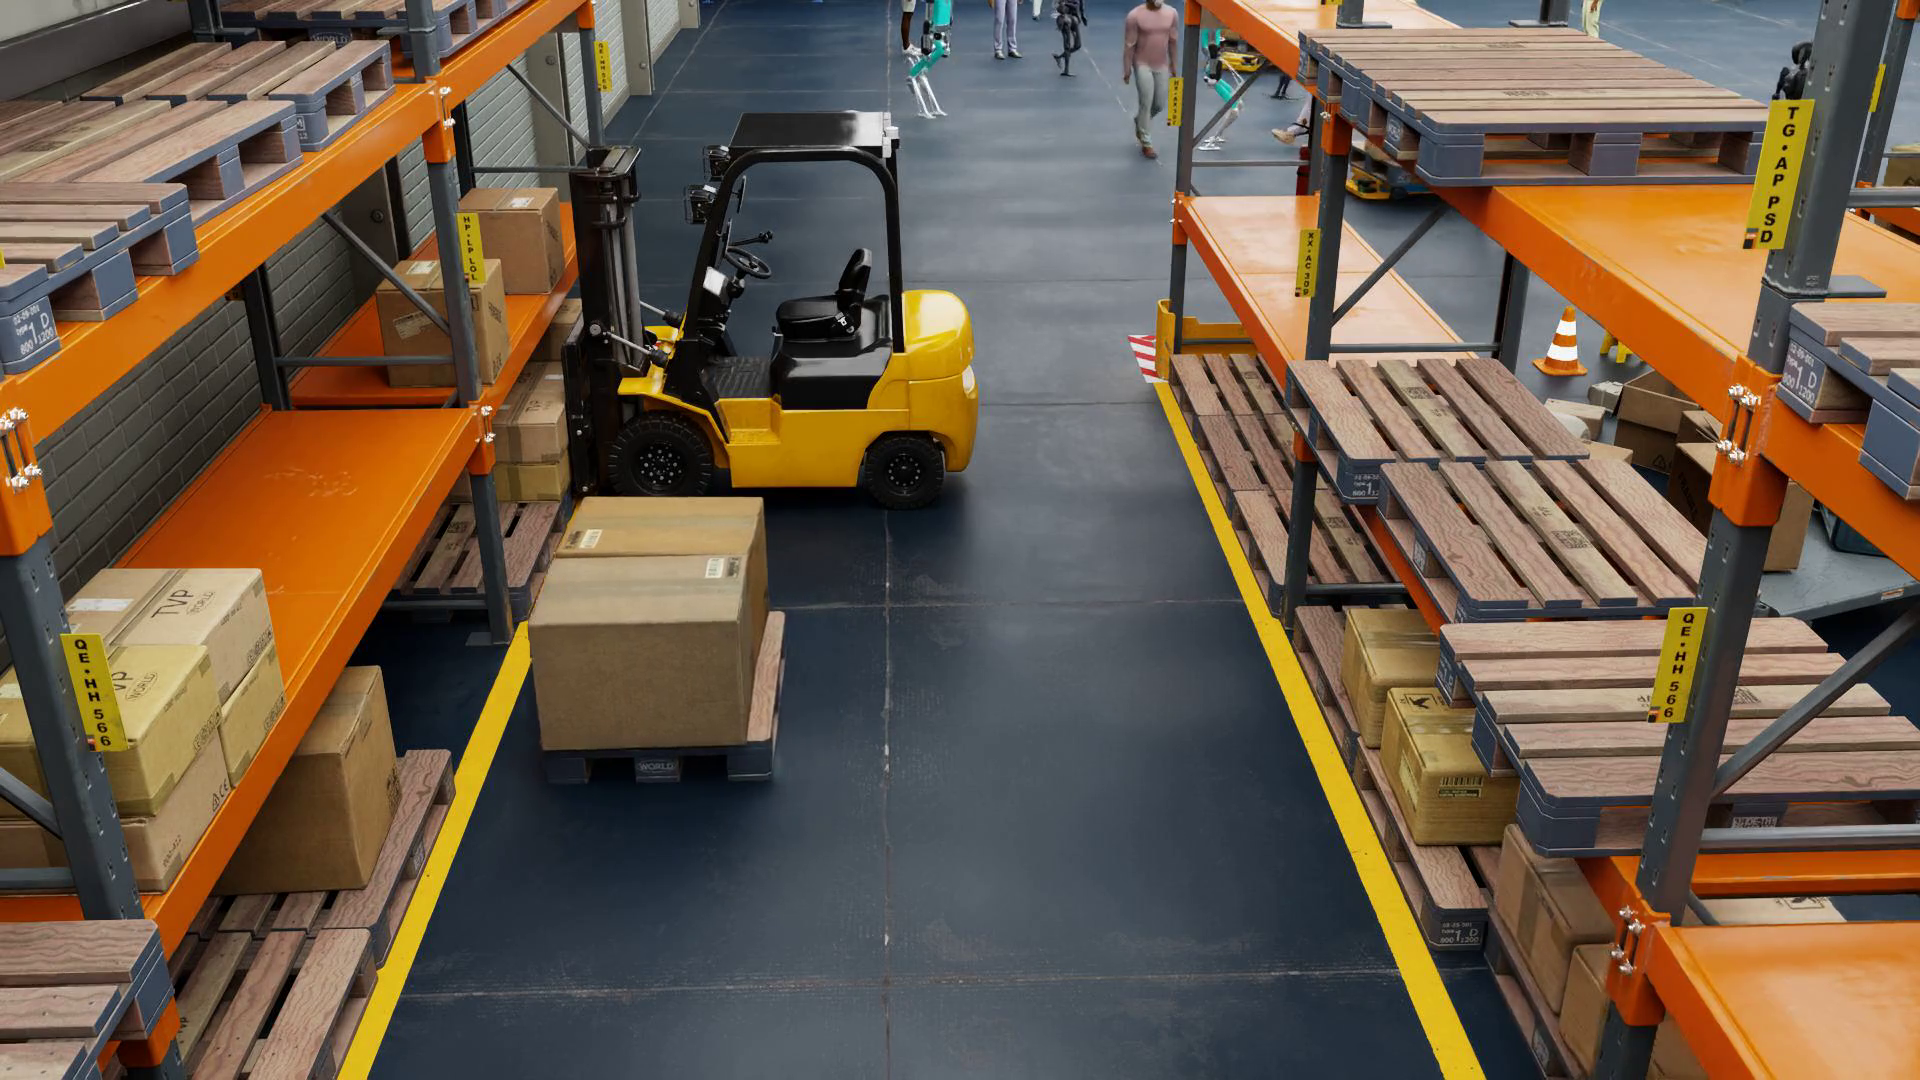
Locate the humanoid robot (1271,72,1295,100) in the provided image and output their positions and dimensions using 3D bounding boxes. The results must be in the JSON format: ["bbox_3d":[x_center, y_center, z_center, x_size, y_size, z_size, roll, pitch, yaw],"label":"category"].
[{"bbox_3d":[4.287,-6.510,21.464,0.613,1.644,0.380,-22,33,-39],"label":"humanoid robot"}]

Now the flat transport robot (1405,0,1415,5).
[{"bbox_3d":[6.053,-7.491,25.167,1.431,0.231,0.659,-16,30,-30],"label":"flat transport robot"}]

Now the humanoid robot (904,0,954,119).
[{"bbox_3d":[-0.418,-6.097,20.449,0.682,1.755,0.530,16,30,31],"label":"humanoid robot"}]

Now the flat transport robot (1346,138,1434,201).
[{"bbox_3d":[4.675,-3.705,17.151,1.431,0.231,0.659,-5,26,-11],"label":"flat transport robot"}]

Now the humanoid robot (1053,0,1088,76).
[{"bbox_3d":[1.488,-7.336,23.182,0.452,1.645,0.598,19,31,34],"label":"humanoid robot"}]

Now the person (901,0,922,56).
[{"bbox_3d":[-0.753,-8.215,24.794,0.375,1.900,0.544,2,25,3],"label":"person"}]

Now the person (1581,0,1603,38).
[{"bbox_3d":[8.994,-7.654,23.613,0.386,1.891,0.549,3,25,6],"label":"person"}]

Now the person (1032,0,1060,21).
[{"bbox_3d":[1.466,-9.651,28.059,0.592,1.691,0.918,11,27,21],"label":"person"}]

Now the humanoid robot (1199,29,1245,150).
[{"bbox_3d":[3.016,-5.311,18.774,0.687,1.755,0.542,0,25,1],"label":"humanoid robot"}]

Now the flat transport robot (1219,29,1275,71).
[{"bbox_3d":[4.346,-7.010,24.148,0.659,0.231,1.431,22,33,39],"label":"flat transport robot"}]

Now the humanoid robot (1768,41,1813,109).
[{"bbox_3d":[8.036,-4.019,16.193,0.717,1.629,0.609,-8,26,-16],"label":"humanoid robot"}]

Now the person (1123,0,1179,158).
[{"bbox_3d":[2.102,-5.281,18.562,0.639,1.910,0.730,-8,27,-17],"label":"person"}]

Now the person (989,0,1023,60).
[{"bbox_3d":[0.655,-8.025,24.473,0.566,1.831,0.414,-15,29,-29],"label":"person"}]

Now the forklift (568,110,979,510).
[{"bbox_3d":[-1.043,-1.379,9.976,2.313,2.155,1.214,-1,25,-2],"label":"forklift"}]

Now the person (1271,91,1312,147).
[{"bbox_3d":[4.034,-5.404,18.951,1.011,1.803,0.548,-8,26,-17],"label":"person"}]

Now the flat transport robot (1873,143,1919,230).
[{"bbox_3d":[7.942,-1.955,13.444,1.431,0.231,0.659,-1,25,-2],"label":"flat transport robot"}]
